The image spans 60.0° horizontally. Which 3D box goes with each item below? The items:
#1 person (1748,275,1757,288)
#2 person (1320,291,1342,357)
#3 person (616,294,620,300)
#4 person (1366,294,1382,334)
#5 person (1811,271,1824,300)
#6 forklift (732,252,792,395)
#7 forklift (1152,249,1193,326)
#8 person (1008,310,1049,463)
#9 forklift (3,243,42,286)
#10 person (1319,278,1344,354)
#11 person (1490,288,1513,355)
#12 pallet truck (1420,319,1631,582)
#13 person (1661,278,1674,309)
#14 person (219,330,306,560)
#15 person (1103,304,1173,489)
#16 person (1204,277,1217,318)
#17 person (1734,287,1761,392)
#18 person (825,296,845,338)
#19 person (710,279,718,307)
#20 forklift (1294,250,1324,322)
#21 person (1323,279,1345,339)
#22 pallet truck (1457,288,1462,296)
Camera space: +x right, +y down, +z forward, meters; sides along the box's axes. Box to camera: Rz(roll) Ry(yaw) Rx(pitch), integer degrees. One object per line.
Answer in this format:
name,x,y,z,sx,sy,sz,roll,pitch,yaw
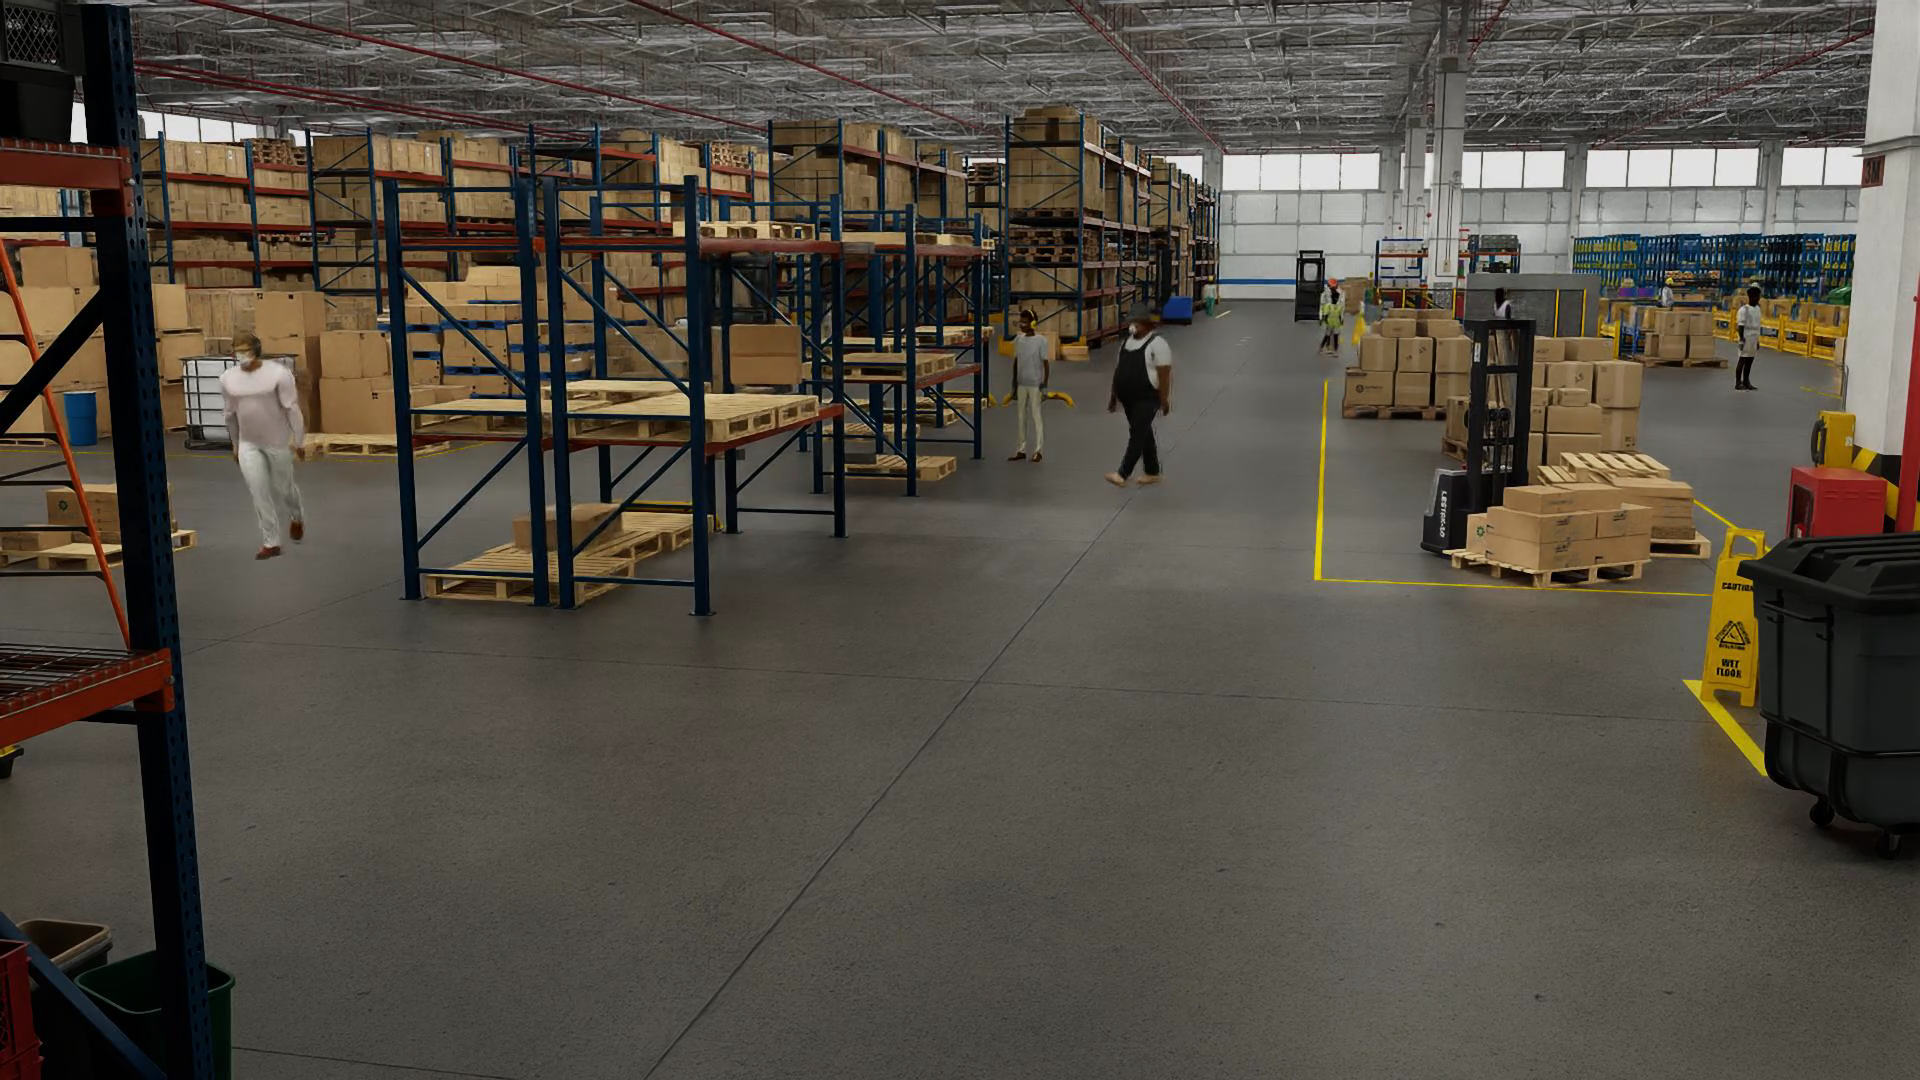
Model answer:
person,33.912,-10.422,71.128,0.903,1.799,0.583,2,10,11
person,9.414,-5.478,42.192,0.536,1.674,0.648,-3,10,-16
person,-8.442,-5.240,40.930,0.524,1.631,0.320,0,10,-1
person,10.492,-5.447,42.274,0.495,1.589,0.876,-5,11,-27
person,38.937,-11.305,75.722,0.647,2.006,0.930,0,10,2
forklift,-3.738,-3.900,29.303,1.129,2.768,1.873,2,10,12
forklift,7.646,-9.320,61.395,1.873,2.768,1.129,2,10,11
person,0.846,-1.875,20.320,0.519,1.865,0.331,7,12,34
forklift,-21.198,-5.331,37.776,1.873,2.768,1.129,2,10,12
person,9.631,-5.779,43.111,0.630,1.982,1.051,1,10,8
person,12.251,-4.755,37.475,1.040,1.839,0.632,-3,10,-17
pallet truck,4.543,-0.757,13.299,0.823,1.965,1.885,-4,10,-22
person,24.685,-8.222,58.044,0.403,1.817,0.601,7,12,38
person,-5.812,-0.821,13.991,0.660,1.901,0.821,0,10,0
person,1.861,-1.575,18.015,0.989,2.000,0.708,-6,12,-34
person,10.443,-10.096,69.340,0.547,1.733,0.800,1,10,8
person,14.800,-3.760,31.173,0.618,1.964,0.361,-7,12,-35
person,-3.128,-5.392,41.888,0.725,1.609,0.534,-7,12,-34
person,-7.542,-7.059,50.797,0.370,1.938,0.627,-6,12,-34
forklift,13.778,-10.002,65.433,1.129,2.768,1.873,2,10,12
person,11.202,-6.882,49.868,0.662,1.891,0.642,2,10,12
pallet truck,20.506,-9.785,68.819,0.653,1.274,1.630,2,10,12
